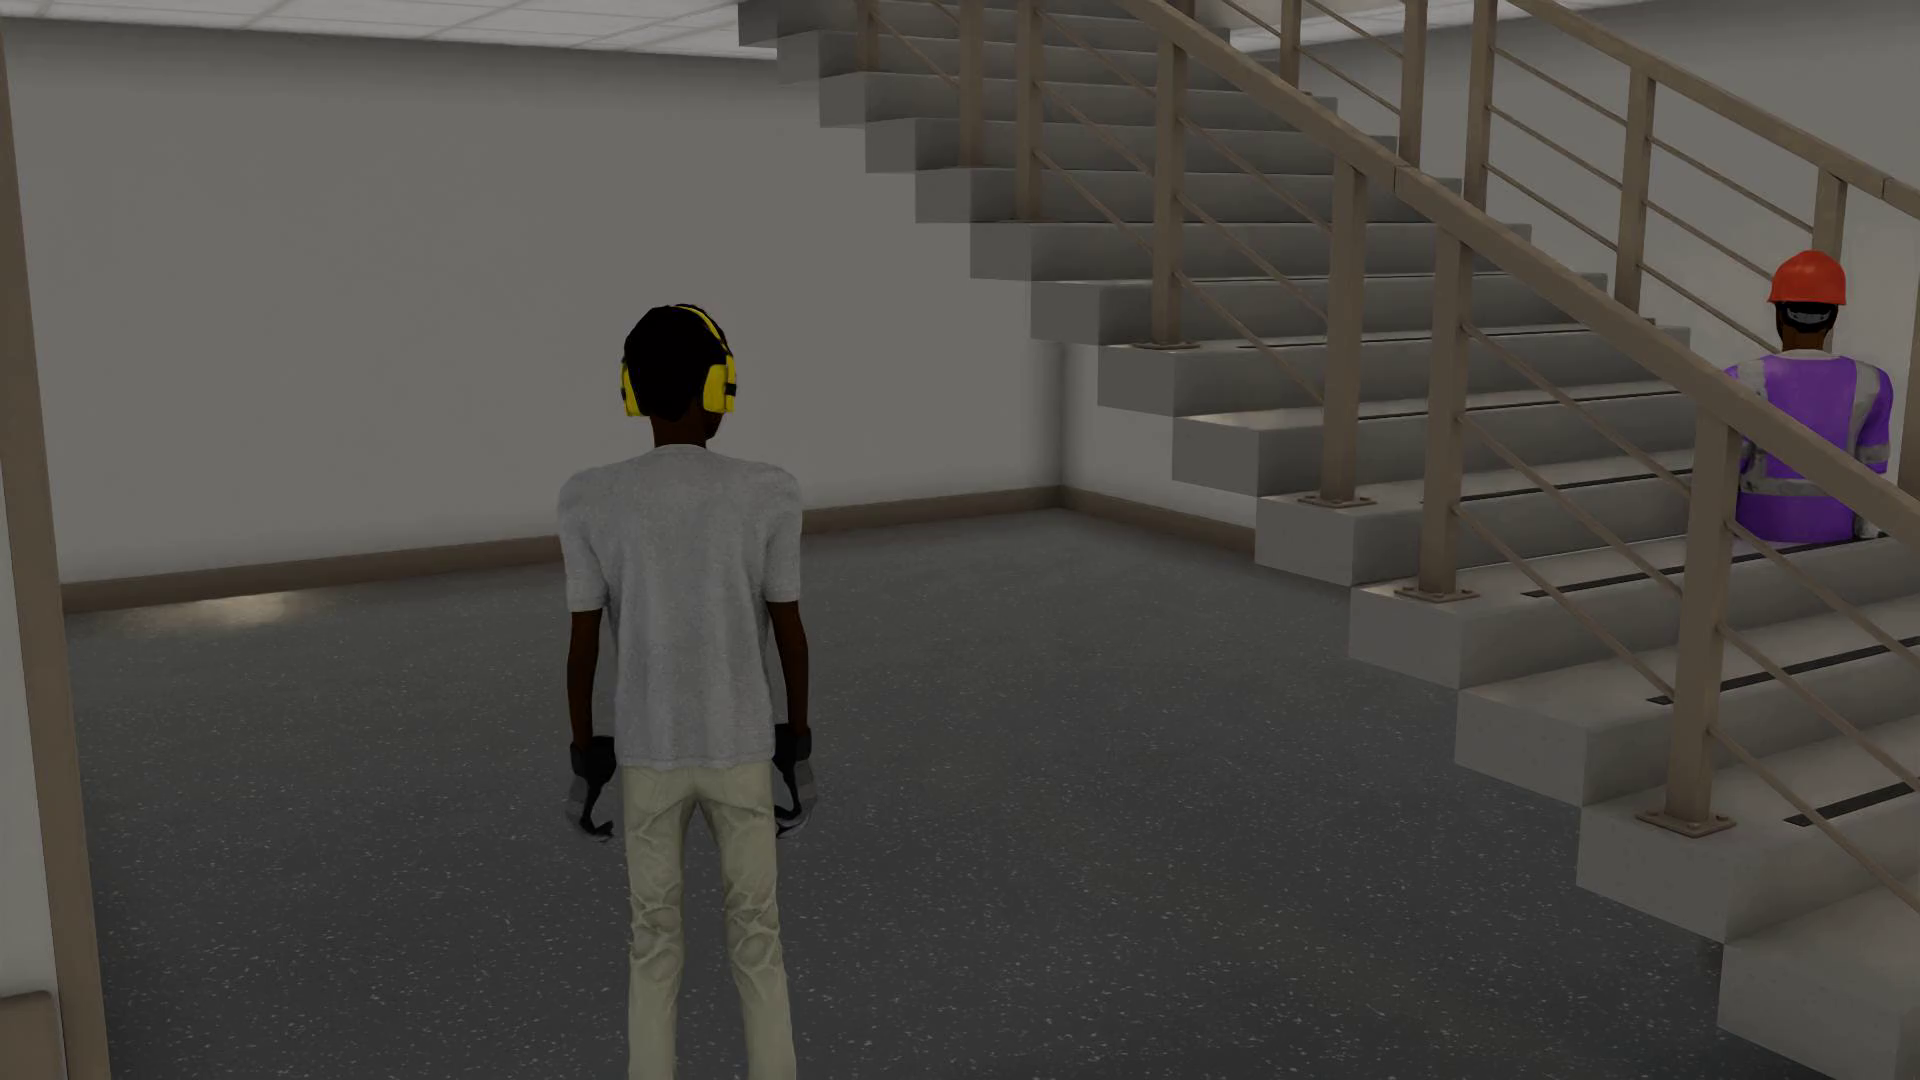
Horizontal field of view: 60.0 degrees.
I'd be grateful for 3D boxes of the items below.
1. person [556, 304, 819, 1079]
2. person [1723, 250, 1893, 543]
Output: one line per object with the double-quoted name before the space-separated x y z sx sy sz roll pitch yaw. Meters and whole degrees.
"person" -0.552 0.454 3.427 0.520 1.865 0.332 -1 11 -5
"person" 2.716 0.025 5.484 0.551 1.934 0.373 2 11 10
